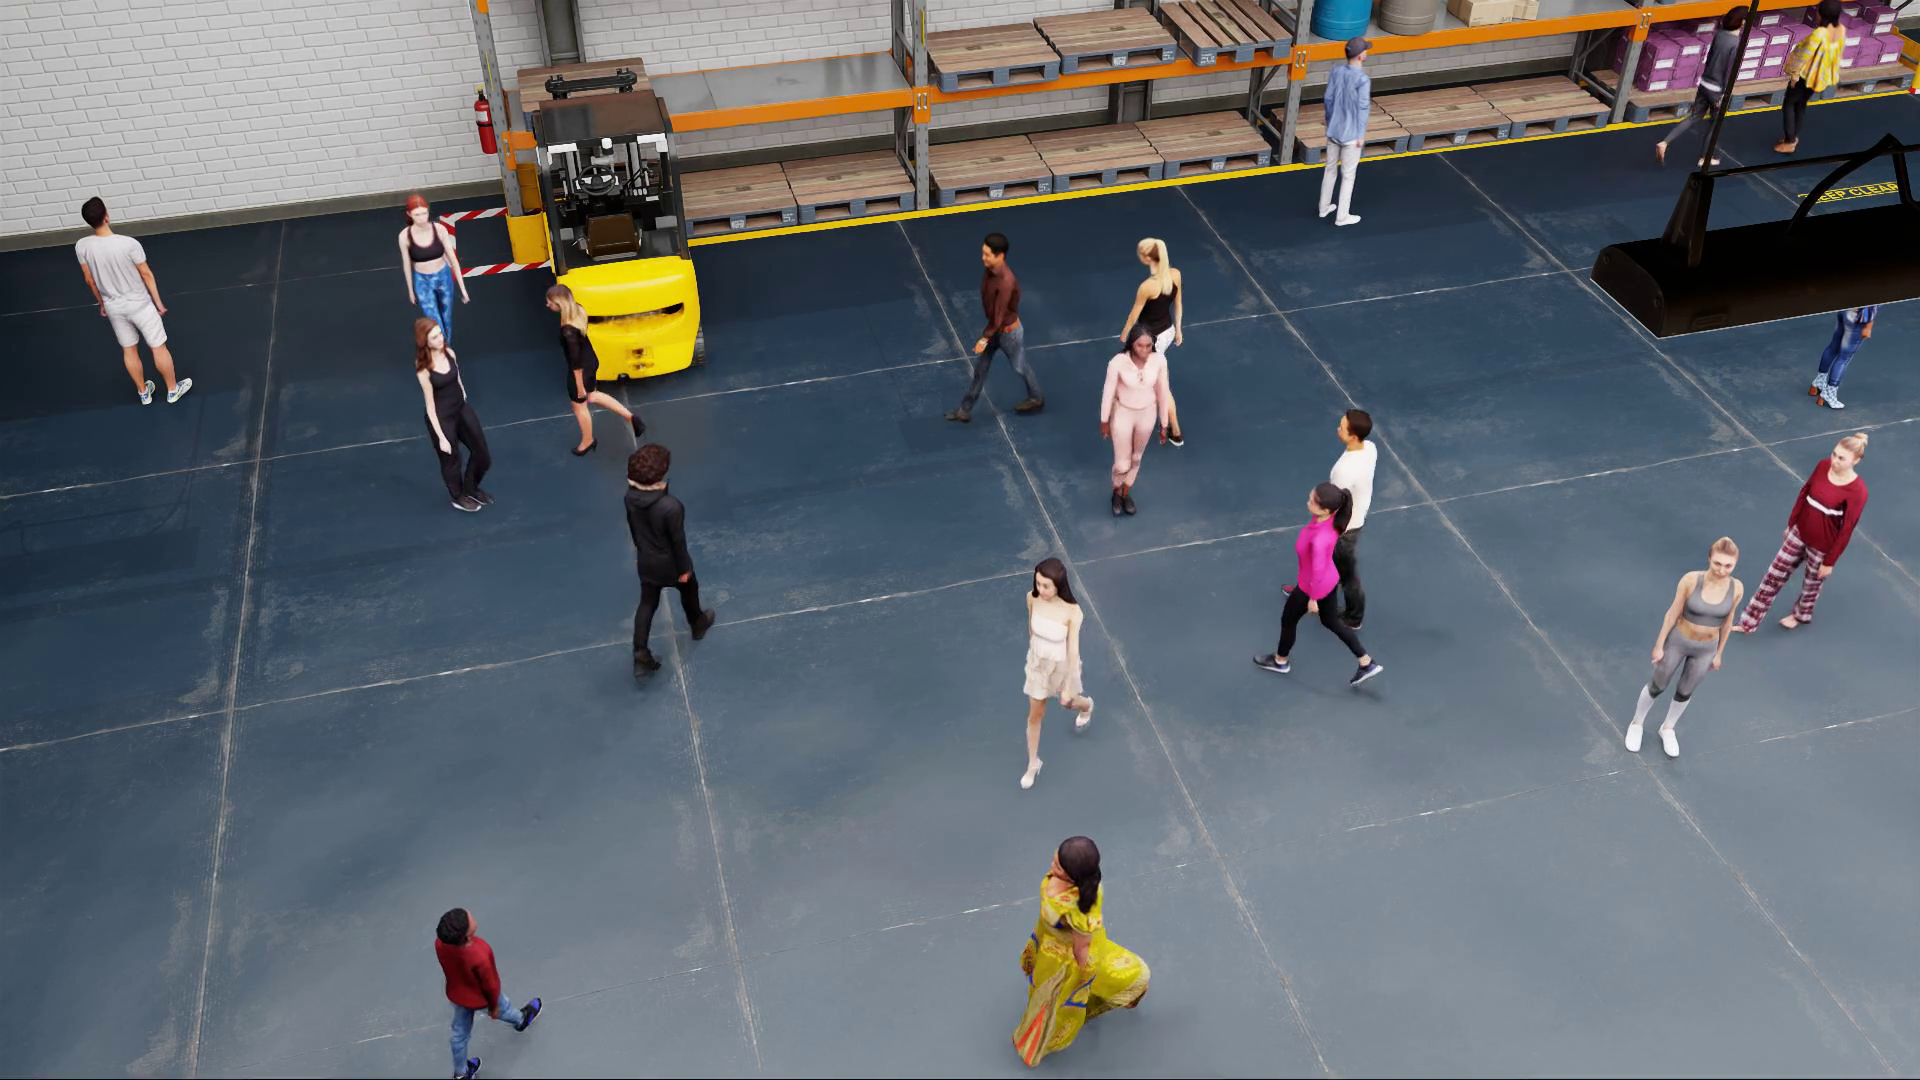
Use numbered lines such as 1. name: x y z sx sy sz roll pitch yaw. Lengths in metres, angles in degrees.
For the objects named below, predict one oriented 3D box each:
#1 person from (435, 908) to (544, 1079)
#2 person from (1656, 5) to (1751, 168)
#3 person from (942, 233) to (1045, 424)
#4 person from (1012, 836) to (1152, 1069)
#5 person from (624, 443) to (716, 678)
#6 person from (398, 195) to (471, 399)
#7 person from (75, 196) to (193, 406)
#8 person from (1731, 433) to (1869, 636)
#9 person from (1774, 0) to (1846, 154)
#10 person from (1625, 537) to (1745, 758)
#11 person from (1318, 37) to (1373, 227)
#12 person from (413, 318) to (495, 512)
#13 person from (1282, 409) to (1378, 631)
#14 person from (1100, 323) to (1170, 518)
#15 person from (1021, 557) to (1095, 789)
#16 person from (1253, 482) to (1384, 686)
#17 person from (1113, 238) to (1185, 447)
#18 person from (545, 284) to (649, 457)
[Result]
1. person: -2.602 2.421 8.749 0.875 1.222 0.873 14 41 17
2. person: 7.727 -4.660 17.189 0.986 1.753 0.655 -13 40 -16
3. person: 0.441 -1.689 13.495 1.196 1.721 0.780 -16 41 -19
4. person: 0.660 2.121 8.798 1.067 1.641 0.831 -3 39 -4
5. person: -2.045 0.165 11.151 1.115 1.750 1.130 16 41 20
6. person: -4.444 -2.127 14.029 1.054 1.750 0.833 -21 43 -24
7. person: -6.875 -1.964 13.733 0.574 1.854 0.783 -2 39 -3
8. person: 5.946 -0.023 11.448 1.018 1.673 0.778 -18 42 -21
9. person: 8.964 -4.875 17.542 0.825 1.650 0.902 -25 45 -28
10. person: 4.626 0.675 10.550 0.583 1.702 0.704 7 39 8
11. person: 3.763 -3.997 16.252 0.702 1.888 0.725 -24 44 -27
12. person: -3.935 -0.944 12.551 0.825 1.736 0.770 17 42 20
13. person: 2.740 -0.105 11.472 1.004 1.781 0.925 12 40 15
14. person: 1.283 -0.948 12.578 0.509 1.708 0.687 -11 40 -13
15. person: 0.653 0.768 10.436 0.993 1.700 1.079 21 43 24
16. person: 2.457 0.324 11.026 1.154 1.667 1.016 16 41 19
17. person: 1.621 -1.556 13.270 1.115 1.794 1.045 -28 47 -31
18. person: -2.887 -1.310 13.077 0.945 1.651 0.744 3 39 3
